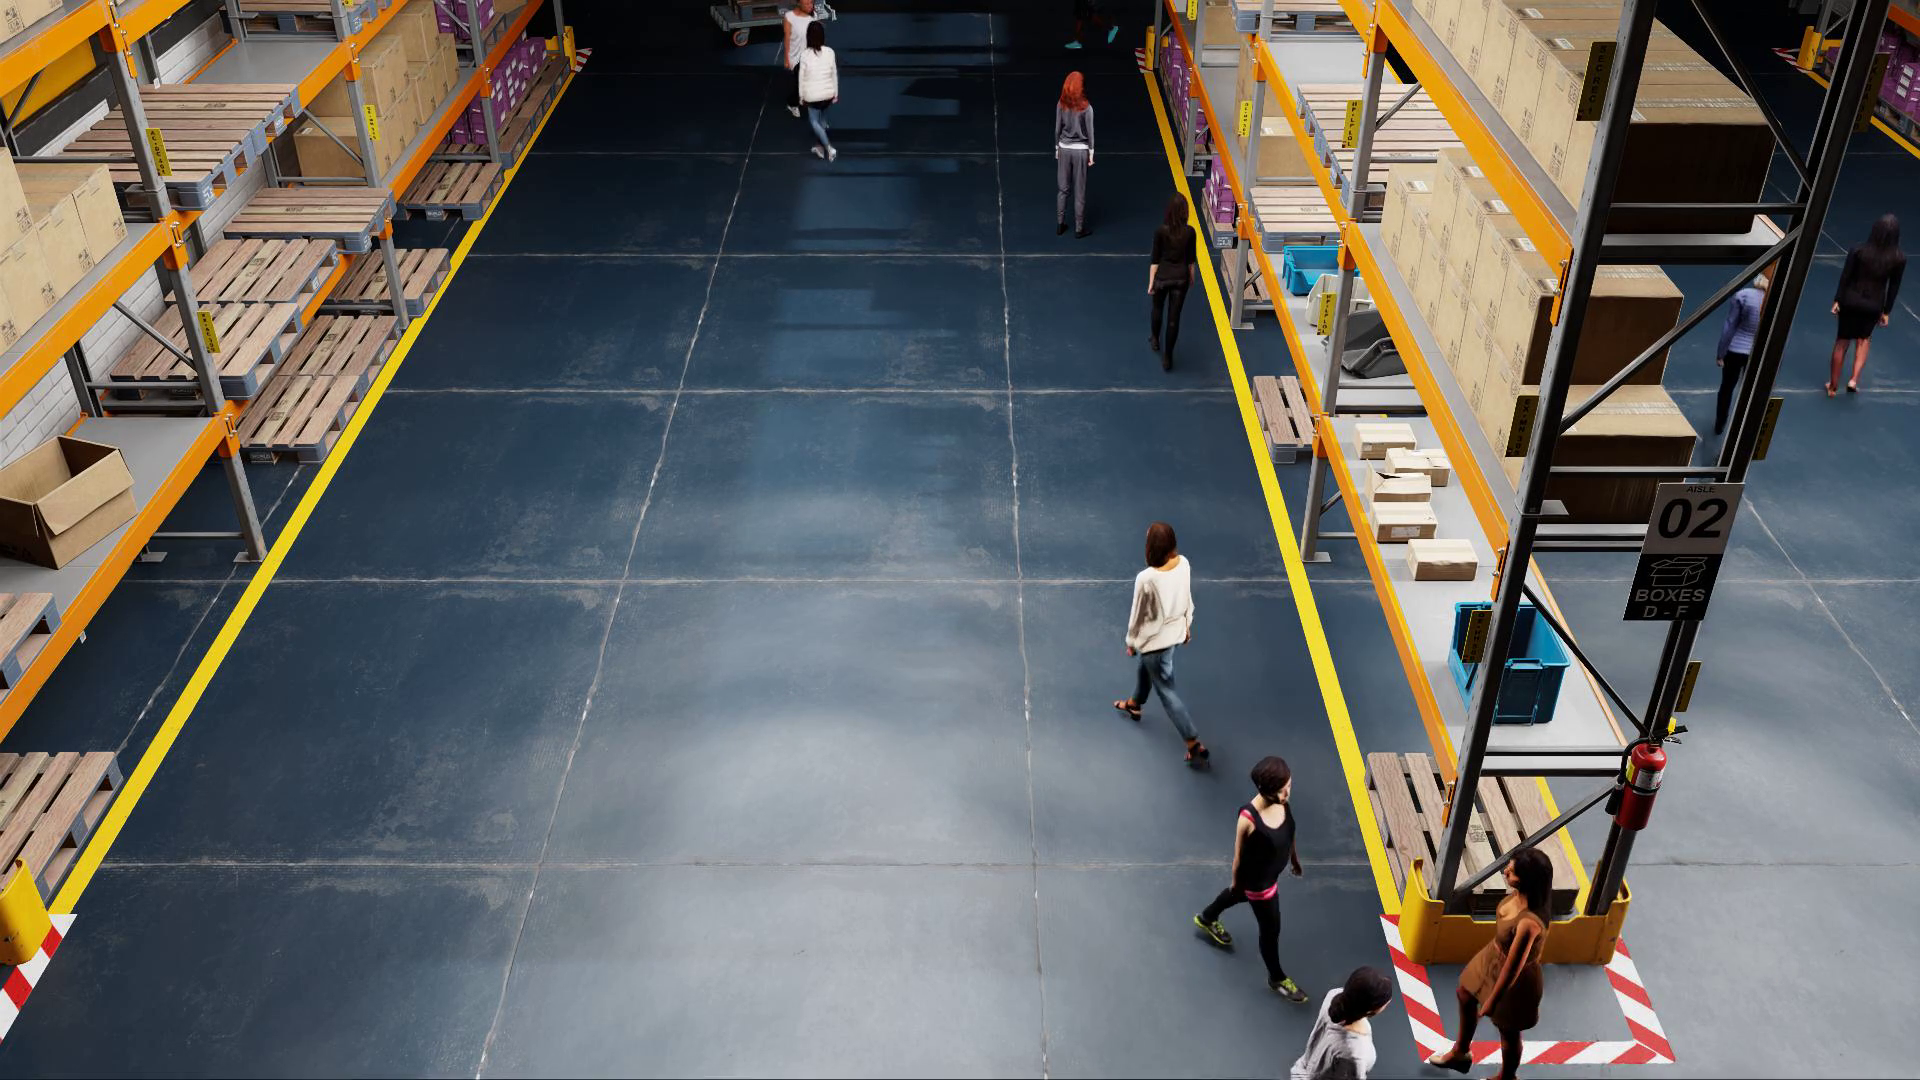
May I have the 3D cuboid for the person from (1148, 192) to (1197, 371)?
[{"bbox_3d":[1.919,-2.303,15.055,0.587,1.612,0.858,1,34,1],"label":"person"}]

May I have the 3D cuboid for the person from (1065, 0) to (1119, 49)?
[{"bbox_3d":[1.840,-7.632,22.987,0.721,1.705,0.933,-5,34,-7],"label":"person"}]

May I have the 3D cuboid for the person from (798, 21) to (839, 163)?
[{"bbox_3d":[-1.628,-5.181,19.379,0.912,1.618,1.042,-15,37,-22],"label":"person"}]

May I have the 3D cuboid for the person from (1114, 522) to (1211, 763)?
[{"bbox_3d":[1.333,0.679,10.544,1.054,1.638,1.167,-25,41,-32],"label":"person"}]

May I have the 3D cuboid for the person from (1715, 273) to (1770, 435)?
[{"bbox_3d":[6.521,-1.518,13.776,0.939,1.720,1.157,14,36,20],"label":"person"}]

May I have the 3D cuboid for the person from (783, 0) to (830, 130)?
[{"bbox_3d":[-1.961,-5.959,20.526,1.141,1.645,1.191,-28,43,-36],"label":"person"}]

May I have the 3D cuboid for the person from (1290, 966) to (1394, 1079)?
[{"bbox_3d":[1.569,2.563,7.613,0.696,1.747,0.591,0,34,-1],"label":"person"}]

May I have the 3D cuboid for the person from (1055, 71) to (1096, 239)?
[{"bbox_3d":[1.200,-4.069,17.560,0.658,1.781,0.654,17,37,24],"label":"person"}]

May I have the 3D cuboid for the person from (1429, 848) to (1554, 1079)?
[{"bbox_3d":[2.806,2.176,8.259,0.706,1.675,0.642,5,34,8],"label":"person"}]

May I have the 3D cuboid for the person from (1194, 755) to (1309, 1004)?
[{"bbox_3d":[1.576,1.745,9.049,1.007,1.518,1.013,24,41,32],"label":"person"}]

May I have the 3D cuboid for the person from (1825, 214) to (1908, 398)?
[{"bbox_3d":[7.850,-1.985,14.488,0.726,1.709,0.781,11,35,16],"label":"person"}]
